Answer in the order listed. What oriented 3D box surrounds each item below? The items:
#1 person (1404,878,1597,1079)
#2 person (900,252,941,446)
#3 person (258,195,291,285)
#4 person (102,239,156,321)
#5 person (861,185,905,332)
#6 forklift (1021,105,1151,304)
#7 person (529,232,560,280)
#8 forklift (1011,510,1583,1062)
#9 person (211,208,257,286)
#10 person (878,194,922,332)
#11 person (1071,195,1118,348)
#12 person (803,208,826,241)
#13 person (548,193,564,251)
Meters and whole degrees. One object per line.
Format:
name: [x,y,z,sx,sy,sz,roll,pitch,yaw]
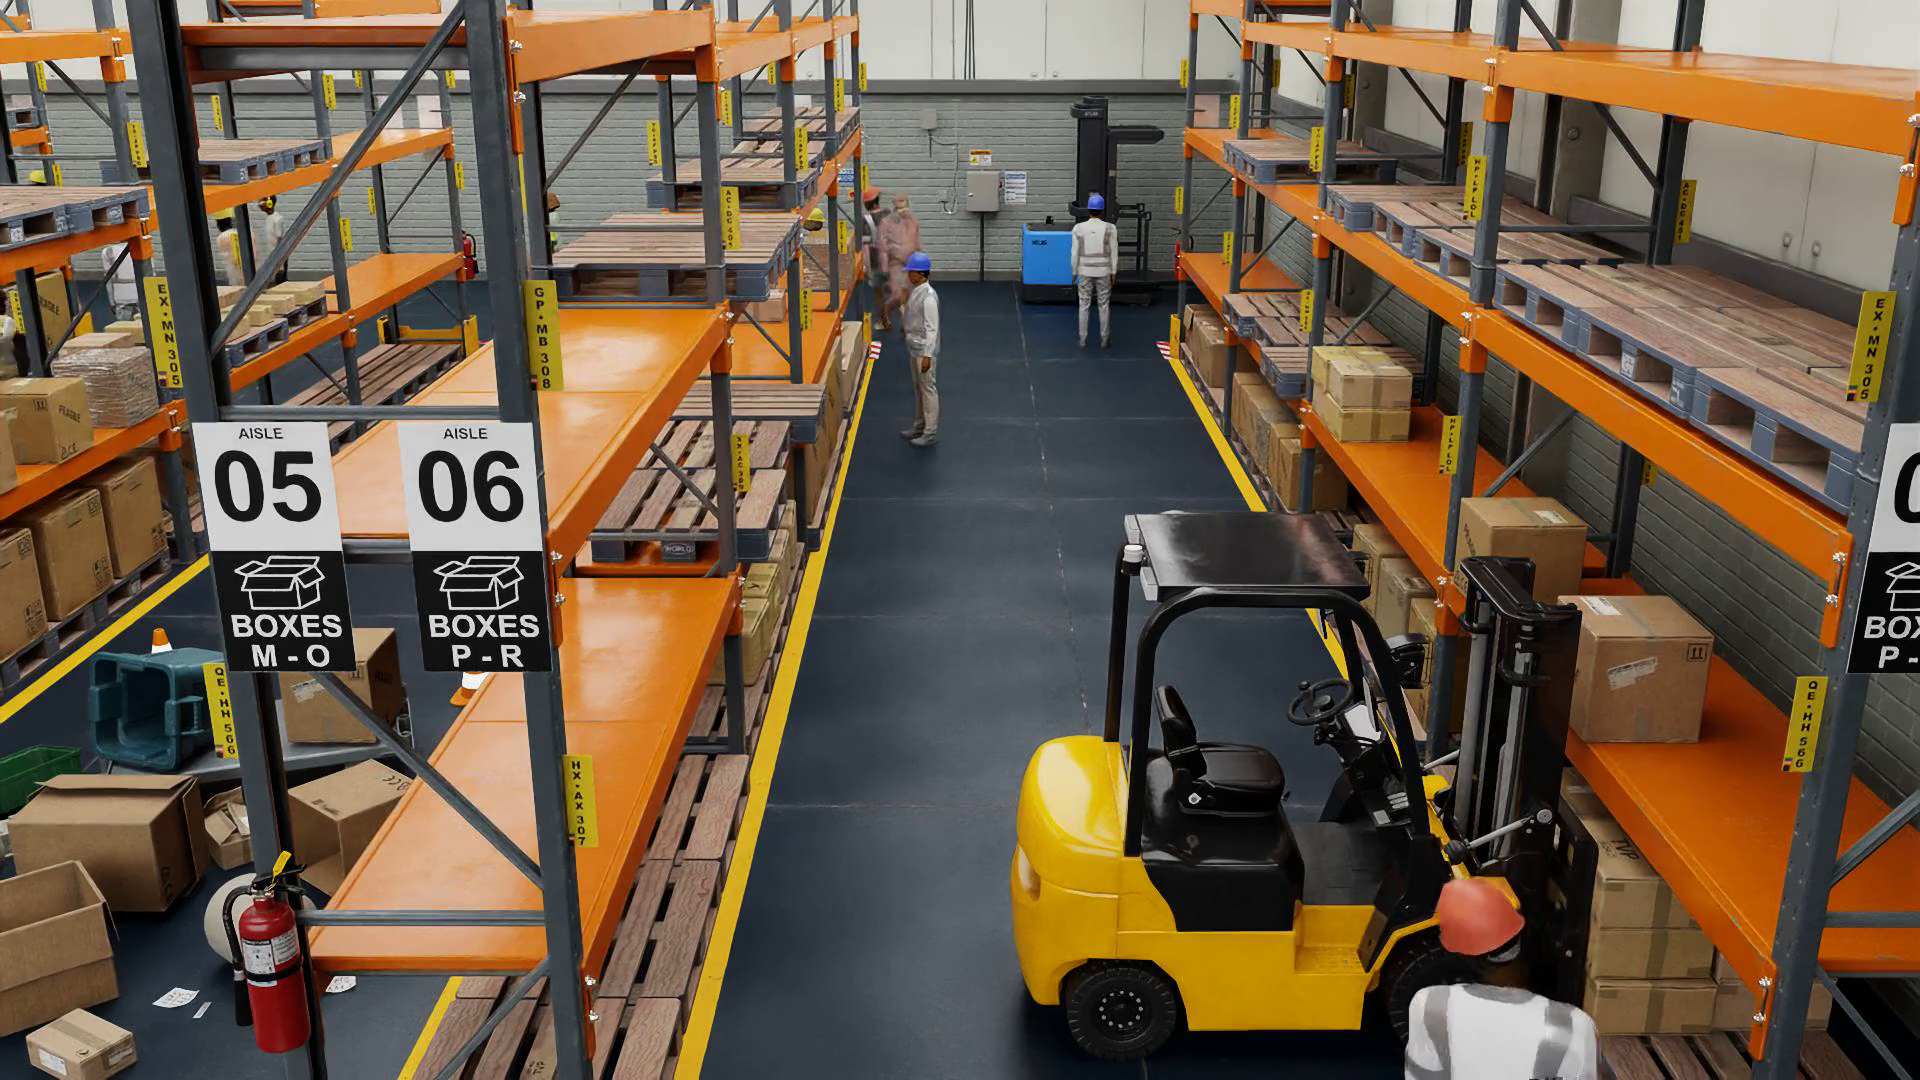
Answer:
person: [1.609,1.958,5.129,0.637,1.893,0.402,12,22,31]
person: [-0.389,-1.925,16.772,0.388,1.949,0.602,-5,19,-16]
person: [-9.276,-3.801,22.589,0.340,1.867,0.518,-12,22,-31]
person: [-9.745,-2.855,19.621,0.544,1.929,0.389,-7,20,-21]
person: [-1.022,-3.704,22.075,0.675,1.997,0.707,-14,23,-35]
forklift: [1.857,-4.944,24.441,1.873,2.768,1.129,0,18,0]
person: [-4.928,-2.952,20.180,0.535,1.754,0.586,-3,18,-8]
forklift: [1.387,1.055,7.378,2.313,2.155,1.214,0,18,0]
person: [-9.101,-3.297,21.081,0.843,1.862,0.608,6,19,18]
person: [-0.793,-3.651,22.103,0.716,1.878,0.498,-16,24,-39]
person: [1.728,-3.441,21.355,0.602,1.949,0.394,3,19,9]
person: [-1.894,-3.476,21.806,0.320,1.731,0.489,-1,18,-3]
person: [-5.929,-4.244,24.277,0.285,1.633,0.497,-5,19,-16]
